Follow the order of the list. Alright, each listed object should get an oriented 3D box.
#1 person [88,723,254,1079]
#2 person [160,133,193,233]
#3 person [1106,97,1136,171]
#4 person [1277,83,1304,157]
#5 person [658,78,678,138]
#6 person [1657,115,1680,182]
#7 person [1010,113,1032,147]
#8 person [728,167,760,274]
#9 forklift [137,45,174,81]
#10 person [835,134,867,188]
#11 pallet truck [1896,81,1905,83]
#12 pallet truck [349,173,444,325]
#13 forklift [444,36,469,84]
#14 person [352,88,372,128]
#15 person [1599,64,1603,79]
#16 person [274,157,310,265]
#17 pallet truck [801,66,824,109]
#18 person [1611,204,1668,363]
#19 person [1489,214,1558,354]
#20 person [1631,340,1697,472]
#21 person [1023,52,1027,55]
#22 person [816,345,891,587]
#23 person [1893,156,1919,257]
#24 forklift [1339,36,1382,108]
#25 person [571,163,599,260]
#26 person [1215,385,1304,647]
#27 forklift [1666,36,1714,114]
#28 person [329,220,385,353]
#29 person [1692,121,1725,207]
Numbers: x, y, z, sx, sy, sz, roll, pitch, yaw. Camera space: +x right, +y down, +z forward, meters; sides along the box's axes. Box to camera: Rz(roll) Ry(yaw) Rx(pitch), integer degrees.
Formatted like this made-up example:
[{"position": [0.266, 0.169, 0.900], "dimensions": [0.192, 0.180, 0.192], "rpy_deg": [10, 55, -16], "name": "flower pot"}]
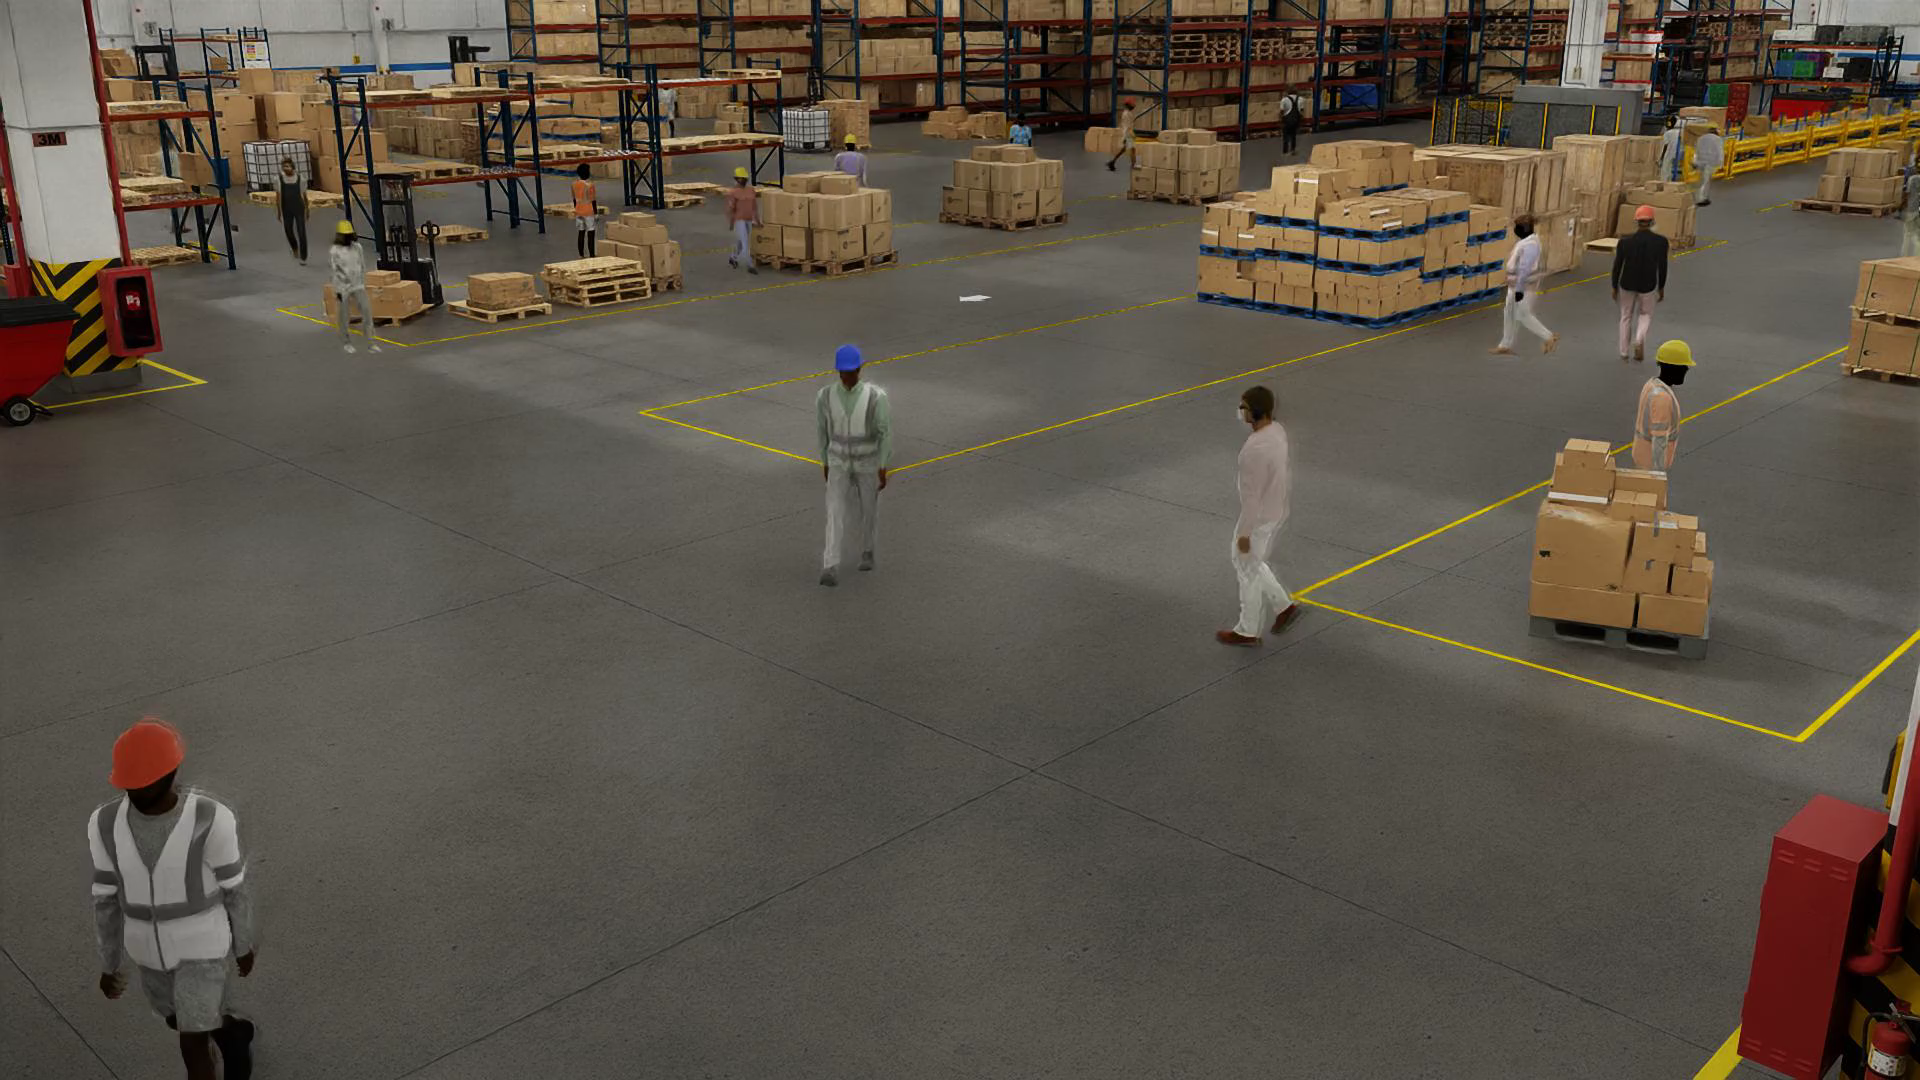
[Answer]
[{"position": [-3.093, 1.560, 6.625], "dimensions": [0.551, 1.911, 0.943], "rpy_deg": [0, 18, -1], "name": "person"}, {"position": [-15.002, -6.845, 31.898], "dimensions": [0.547, 1.921, 0.660], "rpy_deg": [-6, 19, -17], "name": "person"}, {"position": [4.231, -10.383, 42.606], "dimensions": [0.922, 1.907, 0.560], "rpy_deg": [1, 18, 4], "name": "person"}, {"position": [9.177, -11.728, 46.430], "dimensions": [0.699, 2.000, 0.606], "rpy_deg": [-6, 19, -16], "name": "person"}, {"position": [-8.950, -13.113, 50.768], "dimensions": [0.633, 1.934, 0.777], "rpy_deg": [-3, 19, -9], "name": "person"}, {"position": [15.604, -8.420, 36.724], "dimensions": [0.513, 1.876, 0.328], "rpy_deg": [-14, 23, -36], "name": "person"}, {"position": [1.449, -9.389, 39.914], "dimensions": [0.555, 1.685, 0.483], "rpy_deg": [3, 19, 9], "name": "person"}, {"position": [-3.632, -5.332, 27.637], "dimensions": [0.857, 1.734, 0.525], "rpy_deg": [16, 24, 40], "name": "person"}, {"position": [-25.082, -14.076, 52.191], "dimensions": [1.129, 2.768, 1.873], "rpy_deg": [-11, 21, -29], "name": "forklift"}, {"position": [-2.051, -6.671, 31.370], "dimensions": [0.594, 1.924, 0.382], "rpy_deg": [0, 18, 1], "name": "person"}, {"position": [34.802, -16.331, 61.455], "dimensions": [0.653, 1.274, 1.630], "rpy_deg": [17, 25, 41], "name": "pallet truck"}, {"position": [-8.209, -4.181, 23.757], "dimensions": [0.823, 1.965, 1.885], "rpy_deg": [3, 19, 9], "name": "pallet truck"}, {"position": [-18.776, -17.499, 62.503], "dimensions": [1.129, 2.768, 1.873], "rpy_deg": [17, 25, 41], "name": "forklift"}, {"position": [-16.788, -11.771, 46.775], "dimensions": [0.593, 1.903, 0.477], "rpy_deg": [-16, 24, -39], "name": "person"}, {"position": [23.284, -16.453, 60.853], "dimensions": [0.428, 1.917, 0.650], "rpy_deg": [-6, 19, -17], "name": "person"}, {"position": [-11.353, -5.610, 28.342], "dimensions": [0.536, 1.824, 0.583], "rpy_deg": [-6, 19, -17], "name": "person"}, {"position": [-4.812, -15.182, 56.903], "dimensions": [0.823, 1.965, 1.885], "rpy_deg": [-9, 21, -26], "name": "pallet truck"}, {"position": [8.471, -3.190, 20.793], "dimensions": [0.645, 1.980, 0.433], "rpy_deg": [6, 19, 18], "name": "person"}, {"position": [7.246, -3.232, 21.184], "dimensions": [0.725, 1.818, 0.627], "rpy_deg": [2, 18, 5], "name": "person"}, {"position": [5.532, -0.640, 13.198], "dimensions": [0.376, 1.925, 0.594], "rpy_deg": [5, 19, 14], "name": "person"}, {"position": [2.852, -20.699, 73.522], "dimensions": [0.992, 2.013, 0.619], "rpy_deg": [14, 23, 37], "name": "person"}, {"position": [-0.849, -0.577, 13.052], "dimensions": [0.612, 1.893, 1.013], "rpy_deg": [2, 19, 7], "name": "person"}, {"position": [16.114, -5.551, 28.112], "dimensions": [0.505, 1.855, 0.423], "rpy_deg": [-4, 19, -13], "name": "person"}, {"position": [15.264, -17.530, 62.598], "dimensions": [1.129, 2.768, 1.873], "rpy_deg": [17, 25, 41], "name": "forklift"}, {"position": [-6.380, -5.568, 28.406], "dimensions": [0.541, 1.696, 0.315], "rpy_deg": [12, 22, 32], "name": "person"}, {"position": [2.121, -0.145, 11.709], "dimensions": [0.505, 1.927, 0.650], "rpy_deg": [8, 20, 21], "name": "person"}, {"position": [27.341, -17.291, 61.877], "dimensions": [1.129, 2.768, 1.873], "rpy_deg": [17, 25, 41], "name": "forklift"}, {"position": [-7.772, -3.224, 21.316], "dimensions": [0.777, 1.711, 0.509], "rpy_deg": [15, 23, 37], "name": "person"}, {"position": [16.238, -8.126, 35.950], "dimensions": [0.704, 1.791, 0.733], "rpy_deg": [-9, 20, -25], "name": "person"}]
